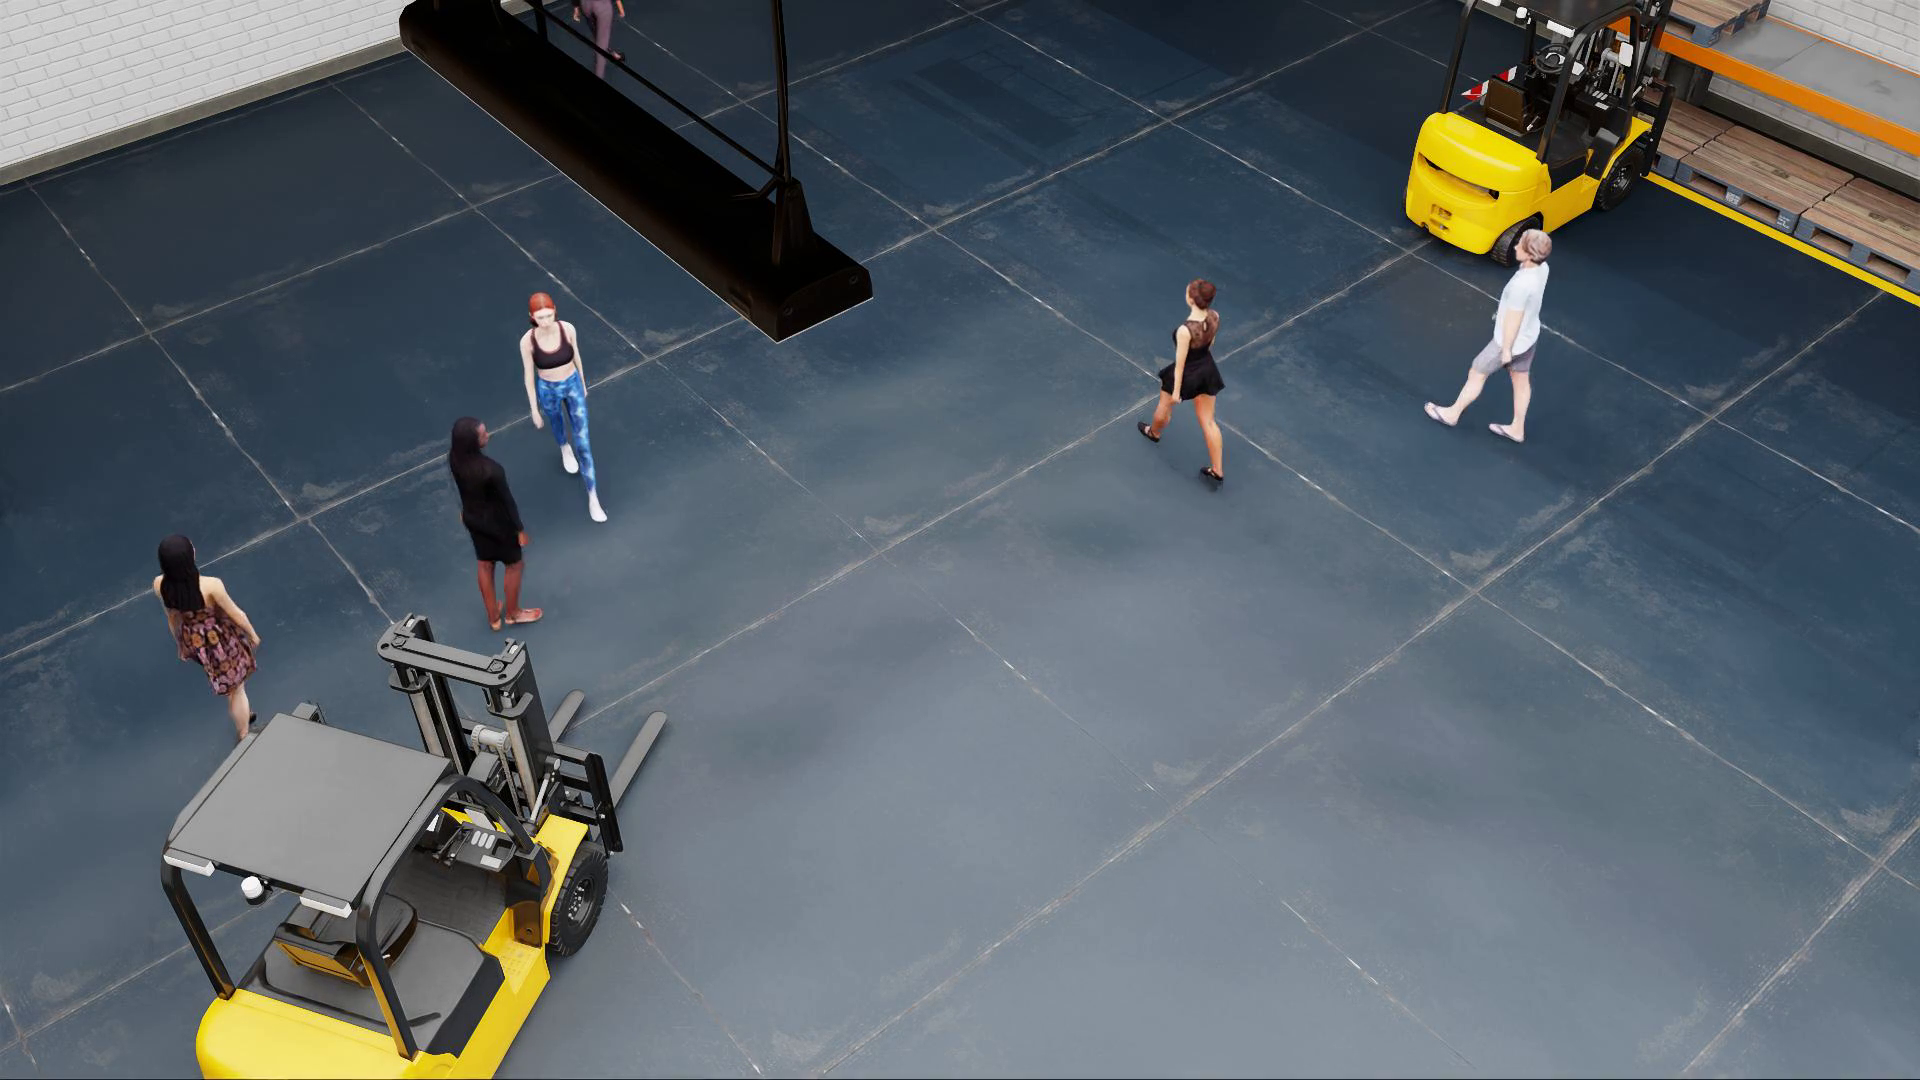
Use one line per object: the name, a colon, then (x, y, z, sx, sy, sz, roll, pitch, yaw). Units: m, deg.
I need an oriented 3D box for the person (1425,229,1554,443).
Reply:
person: (4.174, -1.455, 12.275, 1.033, 1.803, 0.765, 31, 52, 28)

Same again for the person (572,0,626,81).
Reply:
person: (-3.577, -5.084, 16.202, 1.040, 1.639, 0.995, 13, 45, 13)

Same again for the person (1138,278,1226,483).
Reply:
person: (1.739, -1.131, 12.060, 0.643, 1.629, 1.142, -26, 49, -25)

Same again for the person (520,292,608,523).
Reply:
person: (-2.878, -1.043, 11.898, 0.823, 1.725, 1.280, -17, 46, -17)

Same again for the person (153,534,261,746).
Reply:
person: (-4.527, 0.703, 10.041, 0.826, 1.760, 0.886, 2, 44, 2)

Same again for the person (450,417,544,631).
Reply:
person: (-3.089, -0.109, 10.934, 0.617, 1.704, 0.799, 16, 46, 17)
